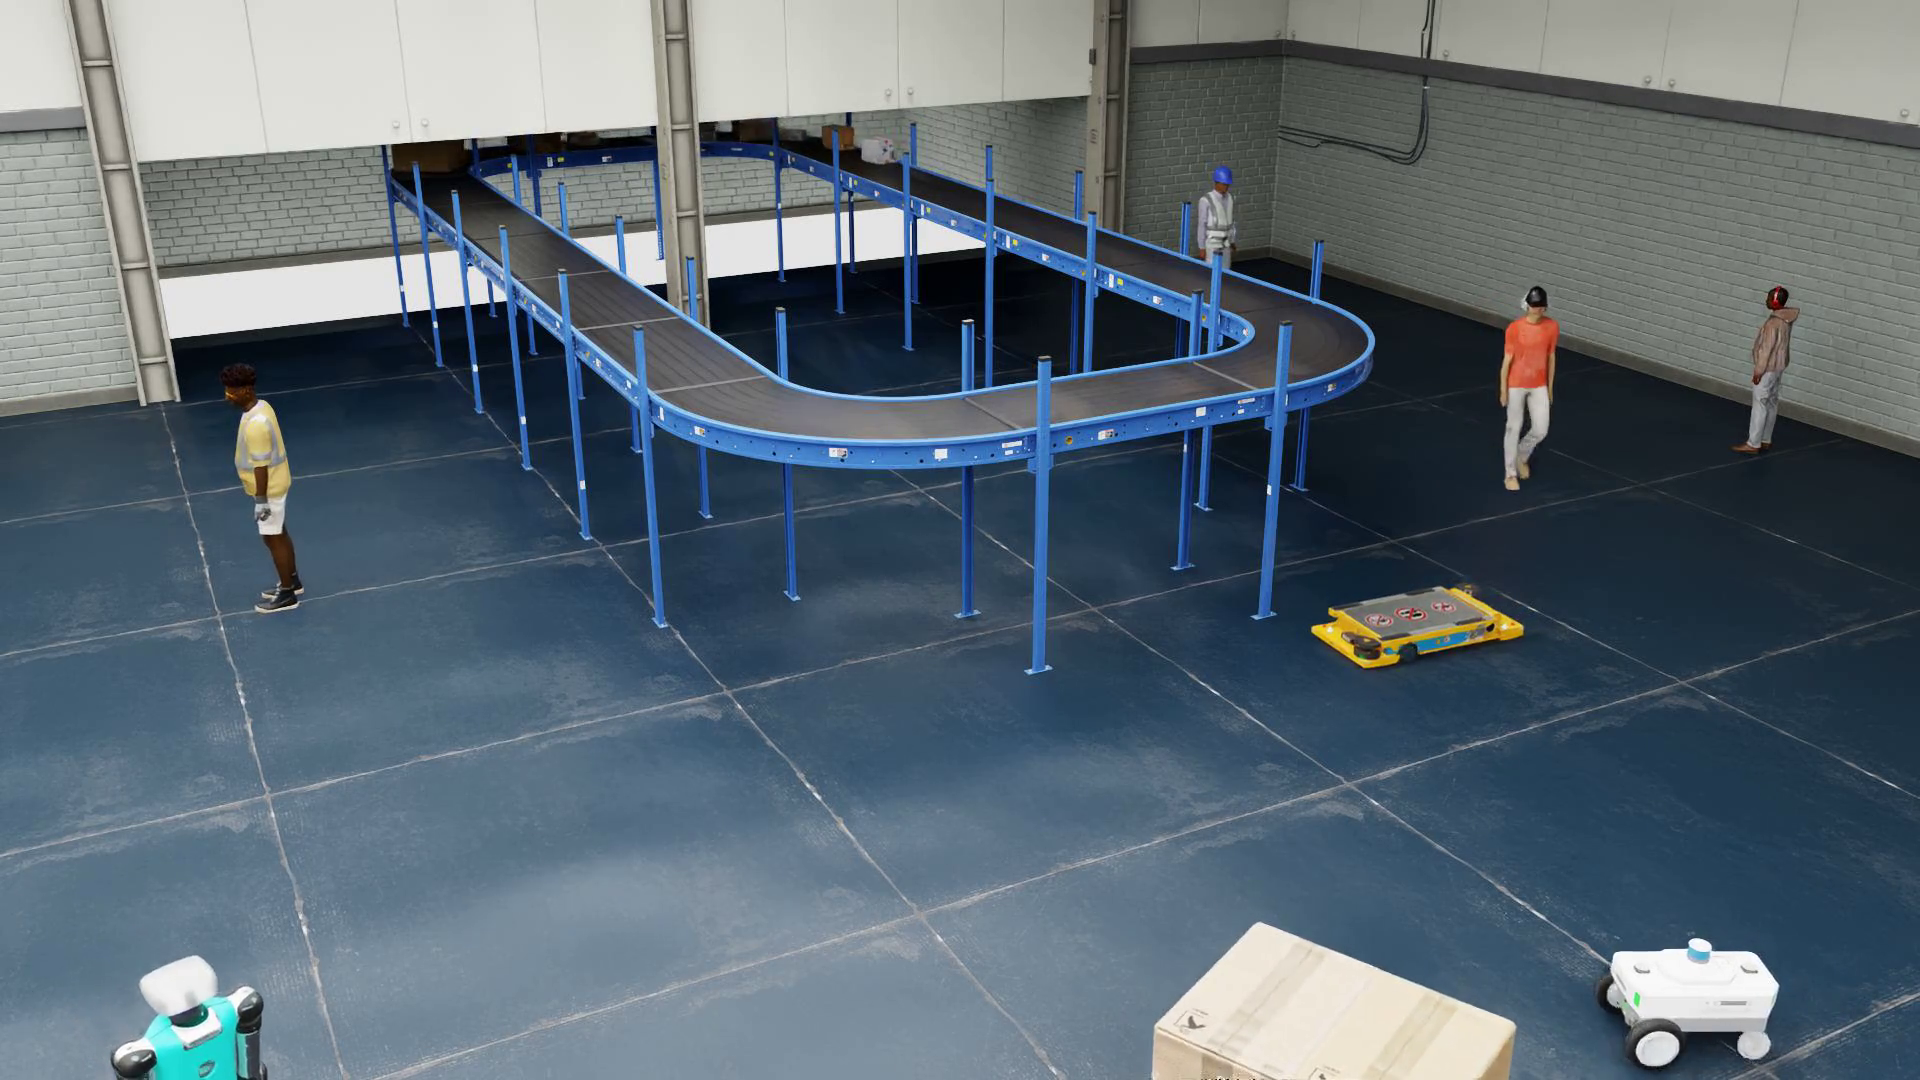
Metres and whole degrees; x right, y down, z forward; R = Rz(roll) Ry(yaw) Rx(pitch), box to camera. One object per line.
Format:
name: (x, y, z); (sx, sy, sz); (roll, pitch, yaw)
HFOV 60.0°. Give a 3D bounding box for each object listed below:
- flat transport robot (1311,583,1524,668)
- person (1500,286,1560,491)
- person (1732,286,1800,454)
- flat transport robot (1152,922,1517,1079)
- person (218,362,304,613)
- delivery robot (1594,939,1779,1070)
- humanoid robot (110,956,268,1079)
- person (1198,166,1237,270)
flat transport robot: (3.393, 0.631, 12.316); (1.431, 0.231, 0.659); (-9, 24, -21)
person: (5.153, -1.372, 15.100); (0.505, 1.895, 0.437); (1, 22, 2)
person: (7.829, -1.641, 16.096); (0.463, 1.648, 0.326); (-20, 29, -40)
flat transport robot: (1.605, 2.659, 7.302); (0.659, 0.231, 1.431); (16, 27, 34)
person: (-5.286, -0.407, 12.637); (0.380, 1.957, 0.607); (-7, 23, -17)
delivery robot: (3.514, 2.203, 8.040); (0.775, 0.589, 0.499); (0, 22, 0)
humanoid robot: (-2.934, 2.272, 6.279); (0.989, 1.727, 0.550); (17, 27, 35)
person: (3.225, -3.716, 20.844); (0.619, 1.932, 0.415); (-16, 27, -34)
